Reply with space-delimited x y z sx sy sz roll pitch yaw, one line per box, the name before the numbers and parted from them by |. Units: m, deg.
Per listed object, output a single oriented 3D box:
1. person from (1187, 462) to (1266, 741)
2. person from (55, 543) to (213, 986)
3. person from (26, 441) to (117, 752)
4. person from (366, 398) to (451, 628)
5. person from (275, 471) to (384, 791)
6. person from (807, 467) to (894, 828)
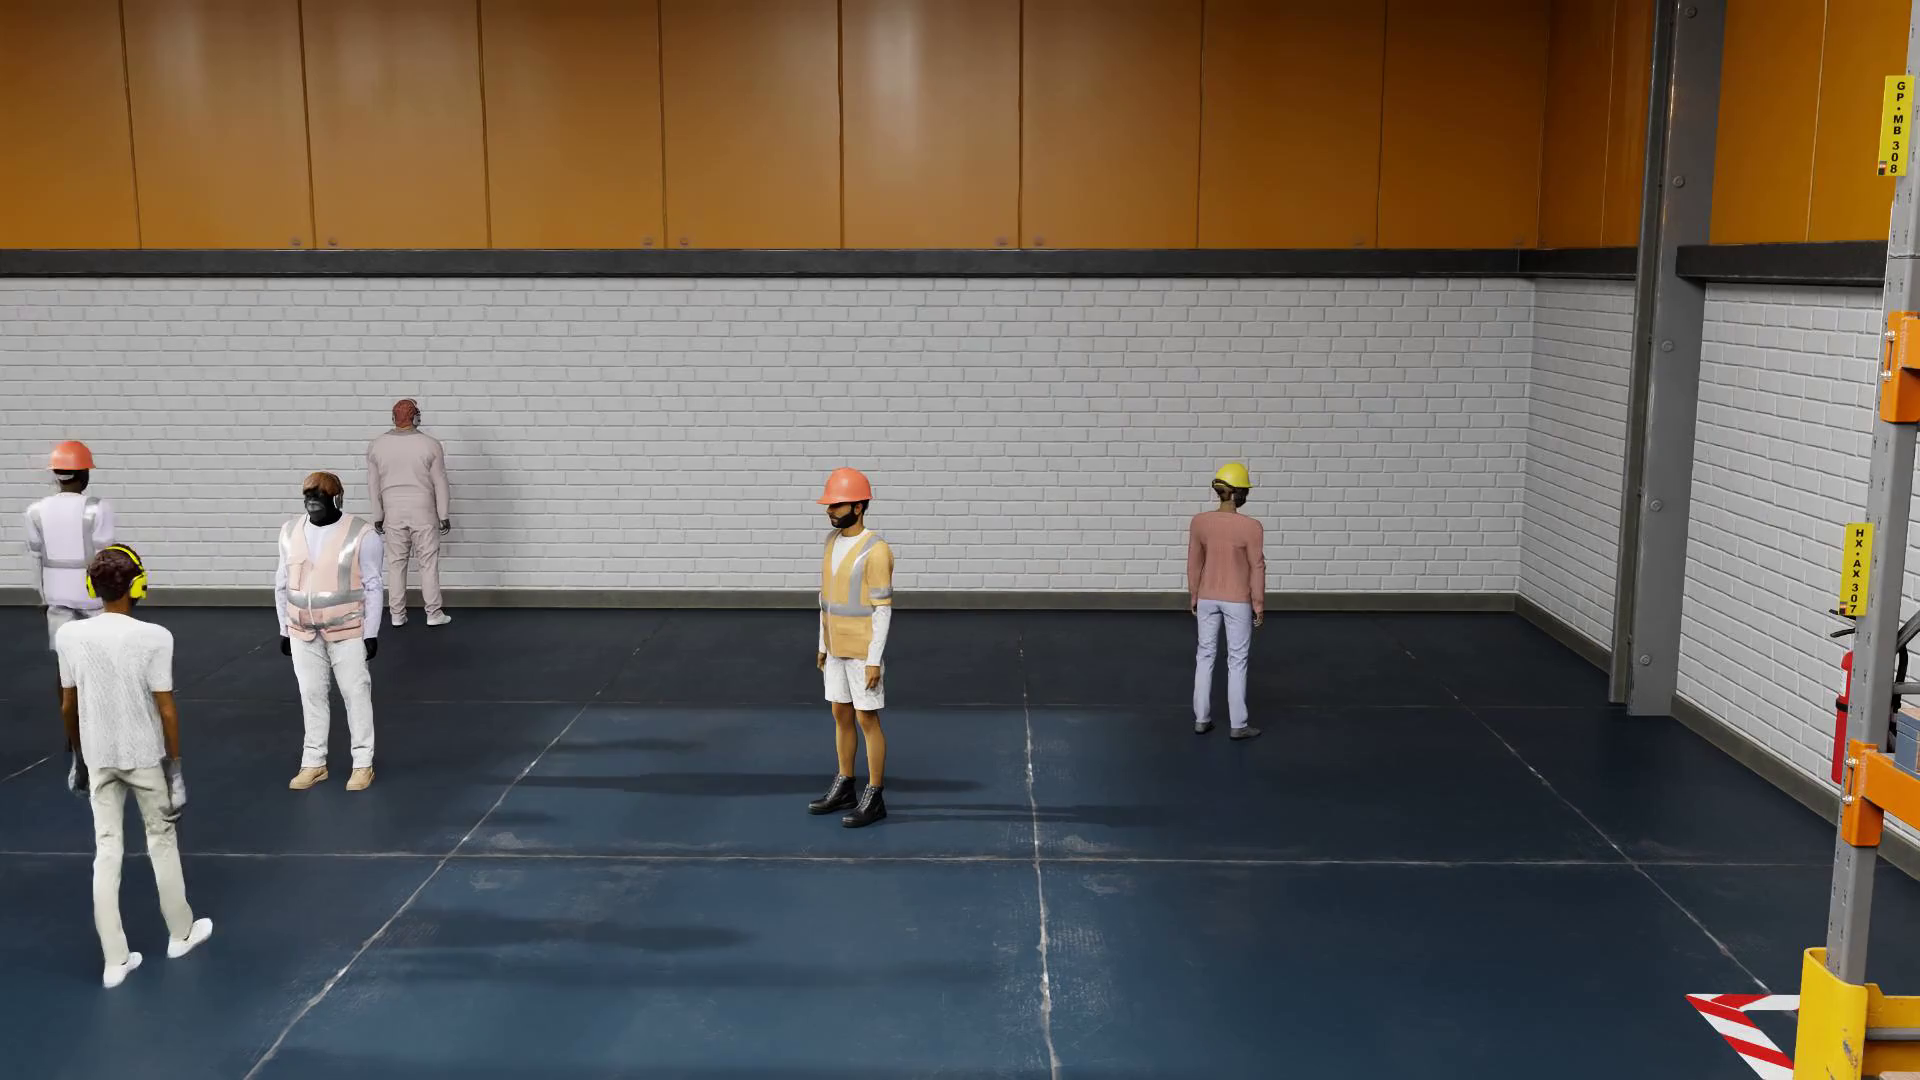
person | 1.703 0.385 10.591 0.531 1.765 0.327 7 12 36
person | -3.543 0.934 7.076 0.561 1.868 0.520 0 9 -3
person | -5.489 0.326 10.487 0.571 1.913 0.779 0 9 -2
person | -4.539 -0.218 13.781 0.652 1.906 0.409 0 9 -1
person | -3.620 0.522 9.543 0.627 1.845 0.429 1 10 5
person | -0.592 0.572 8.954 0.354 1.939 0.544 -8 13 -41
